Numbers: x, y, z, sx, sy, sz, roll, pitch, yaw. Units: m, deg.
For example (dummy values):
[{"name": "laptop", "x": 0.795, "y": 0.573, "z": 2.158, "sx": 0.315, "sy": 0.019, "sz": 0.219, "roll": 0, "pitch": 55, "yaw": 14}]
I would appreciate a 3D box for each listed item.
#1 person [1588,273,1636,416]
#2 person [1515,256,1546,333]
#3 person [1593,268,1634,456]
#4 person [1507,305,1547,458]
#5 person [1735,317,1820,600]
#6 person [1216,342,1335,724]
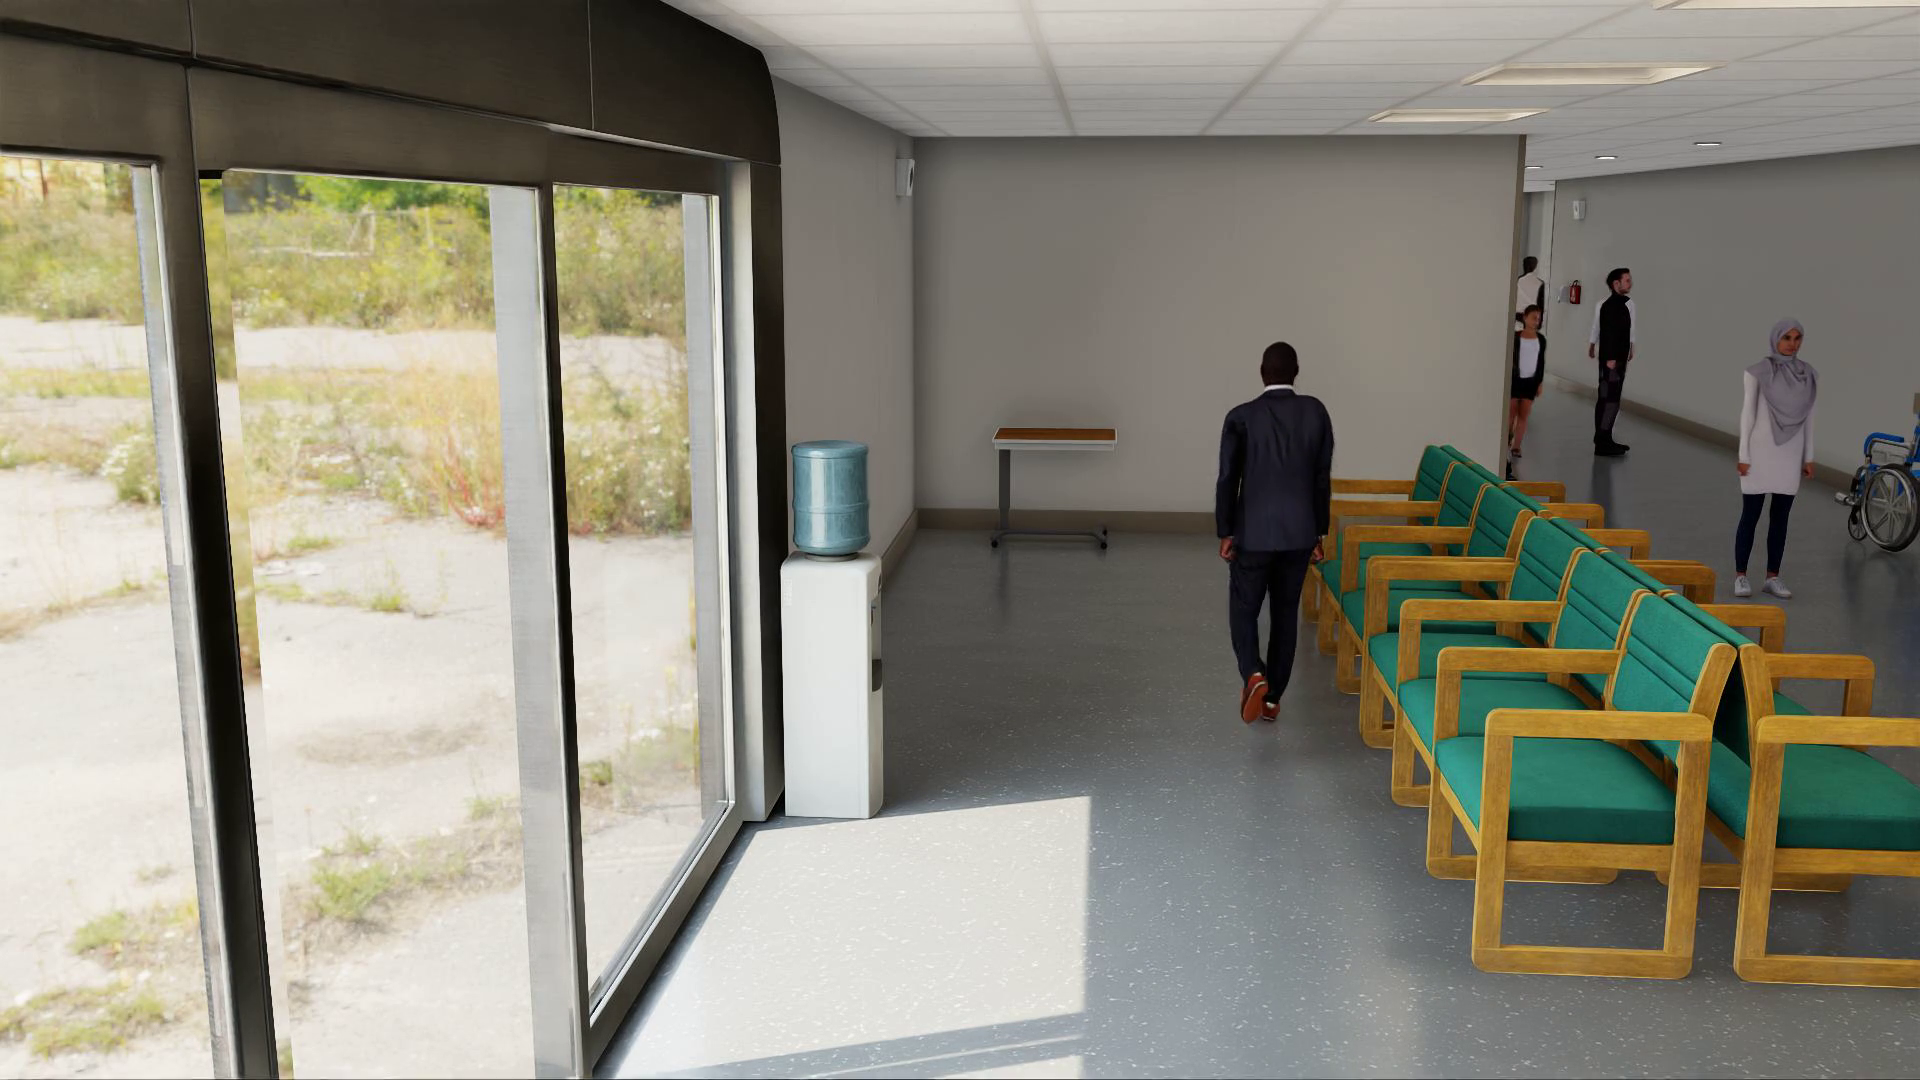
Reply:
[{"name": "person", "x": 7.831, "y": -2.300, "z": 19.923, "sx": 1.032, "sy": 1.774, "sz": 0.690, "roll": 1, "pitch": 11, "yaw": 6}, {"name": "person", "x": 8.297, "y": -3.195, "z": 24.446, "sx": 1.149, "sy": 1.847, "sz": 0.729, "roll": 1, "pitch": 11, "yaw": 5}, {"name": "person", "x": 6.740, "y": -1.843, "z": 17.136, "sx": 0.754, "sy": 1.915, "sz": 0.773, "roll": 6, "pitch": 12, "yaw": 30}, {"name": "person", "x": 5.755, "y": -1.626, "z": 17.005, "sx": 0.631, "sy": 1.537, "sz": 0.646, "roll": 3, "pitch": 11, "yaw": 15}, {"name": "person", "x": 5.158, "y": -0.524, "z": 10.552, "sx": 0.446, "sy": 1.777, "sz": 0.660, "roll": 1, "pitch": 11, "yaw": 5}, {"name": "person", "x": 1.464, "y": 0.002, "z": 7.705, "sx": 0.814, "sy": 1.807, "sz": 0.765, "roll": 0, "pitch": 11, "yaw": 3}]
